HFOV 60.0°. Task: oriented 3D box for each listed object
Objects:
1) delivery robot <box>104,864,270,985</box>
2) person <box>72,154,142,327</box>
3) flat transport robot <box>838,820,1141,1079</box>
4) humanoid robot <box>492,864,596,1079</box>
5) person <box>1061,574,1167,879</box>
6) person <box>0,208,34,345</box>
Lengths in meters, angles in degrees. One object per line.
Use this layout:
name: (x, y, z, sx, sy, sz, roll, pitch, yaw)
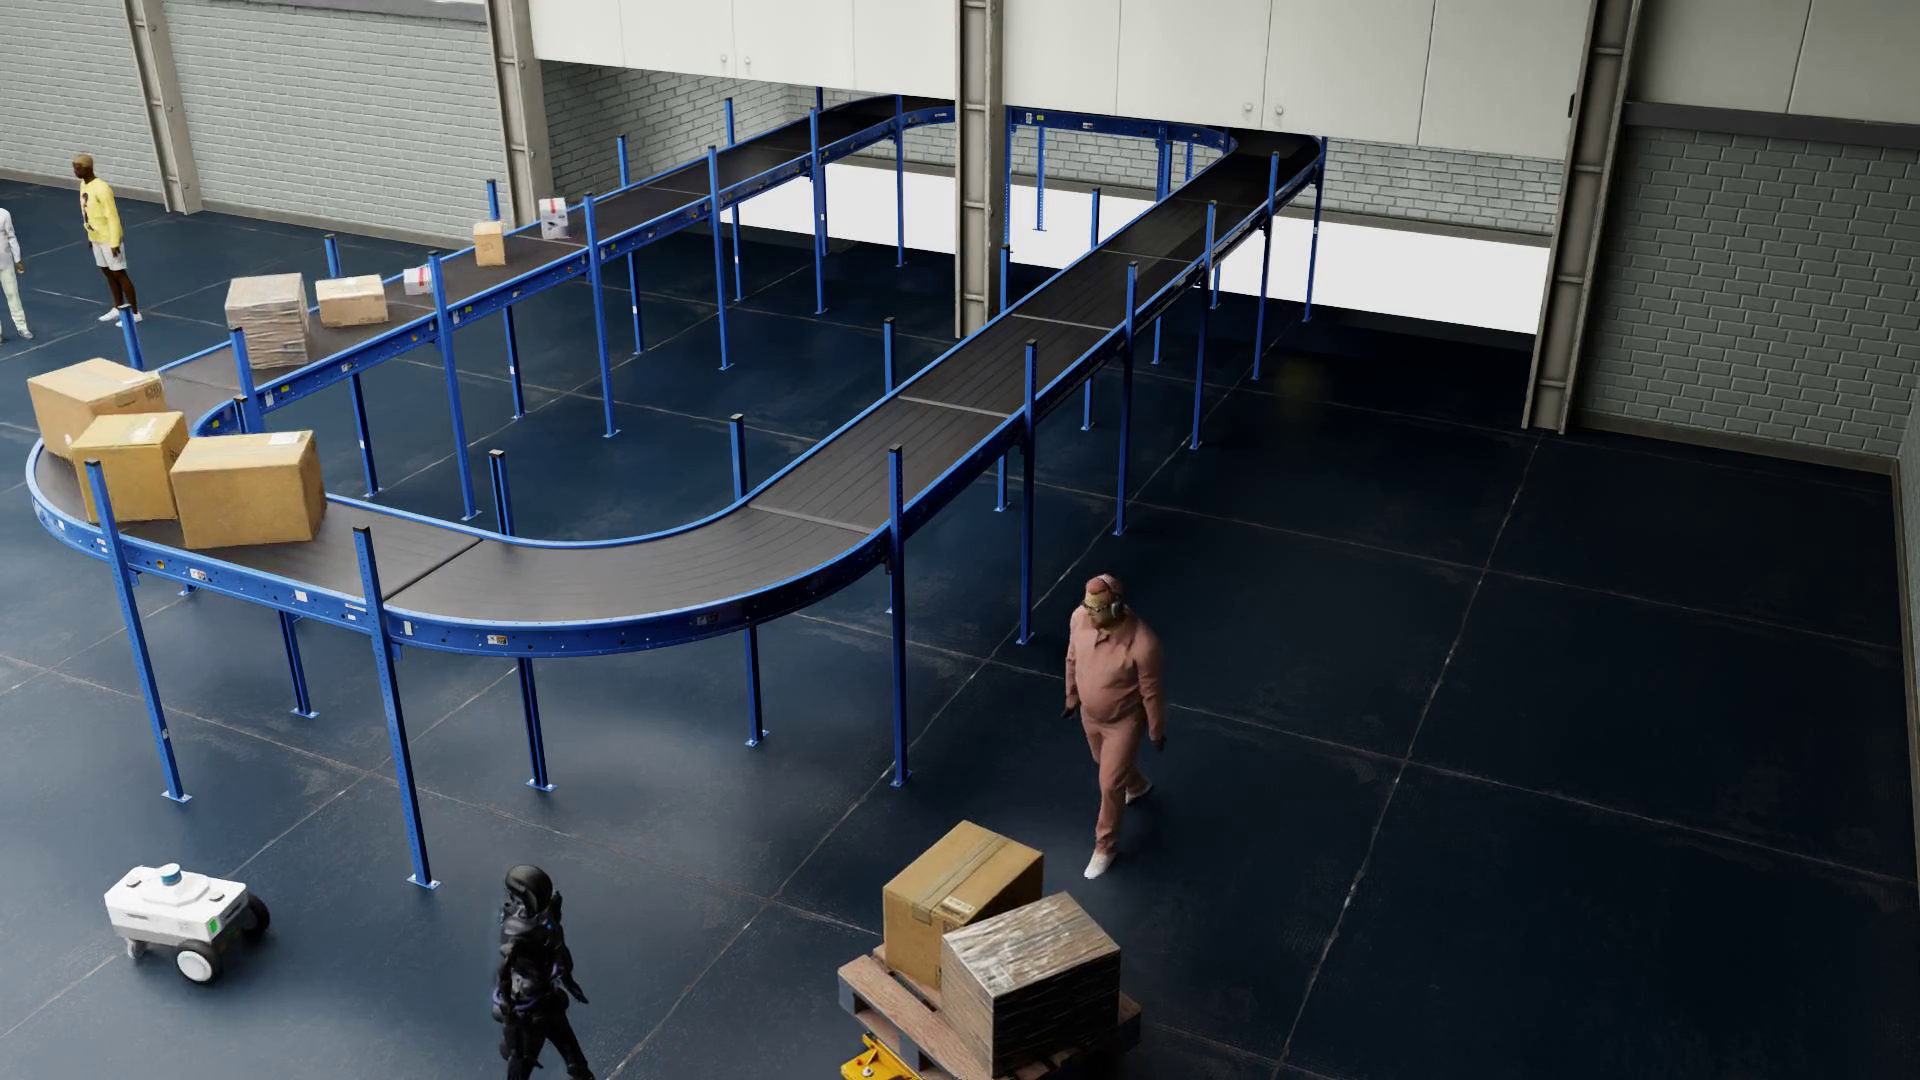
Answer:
delivery robot: (-4.209, 2.040, 9.061, 0.780, 0.609, 0.519, 6, 27, 12)
person: (-9.407, -3.307, 18.307, 0.555, 1.898, 0.358, 19, 32, 34)
flat transport robot: (0.152, 2.499, 8.441, 1.431, 0.231, 0.659, -20, 33, -35)
humanoid robot: (-1.942, 2.150, 7.610, 0.767, 1.627, 0.612, 7, 27, 13)
person: (0.940, 0.979, 9.726, 0.672, 1.870, 0.848, 23, 35, 39)
person: (-10.335, -2.967, 17.793, 0.561, 1.742, 0.334, -20, 33, -34)
